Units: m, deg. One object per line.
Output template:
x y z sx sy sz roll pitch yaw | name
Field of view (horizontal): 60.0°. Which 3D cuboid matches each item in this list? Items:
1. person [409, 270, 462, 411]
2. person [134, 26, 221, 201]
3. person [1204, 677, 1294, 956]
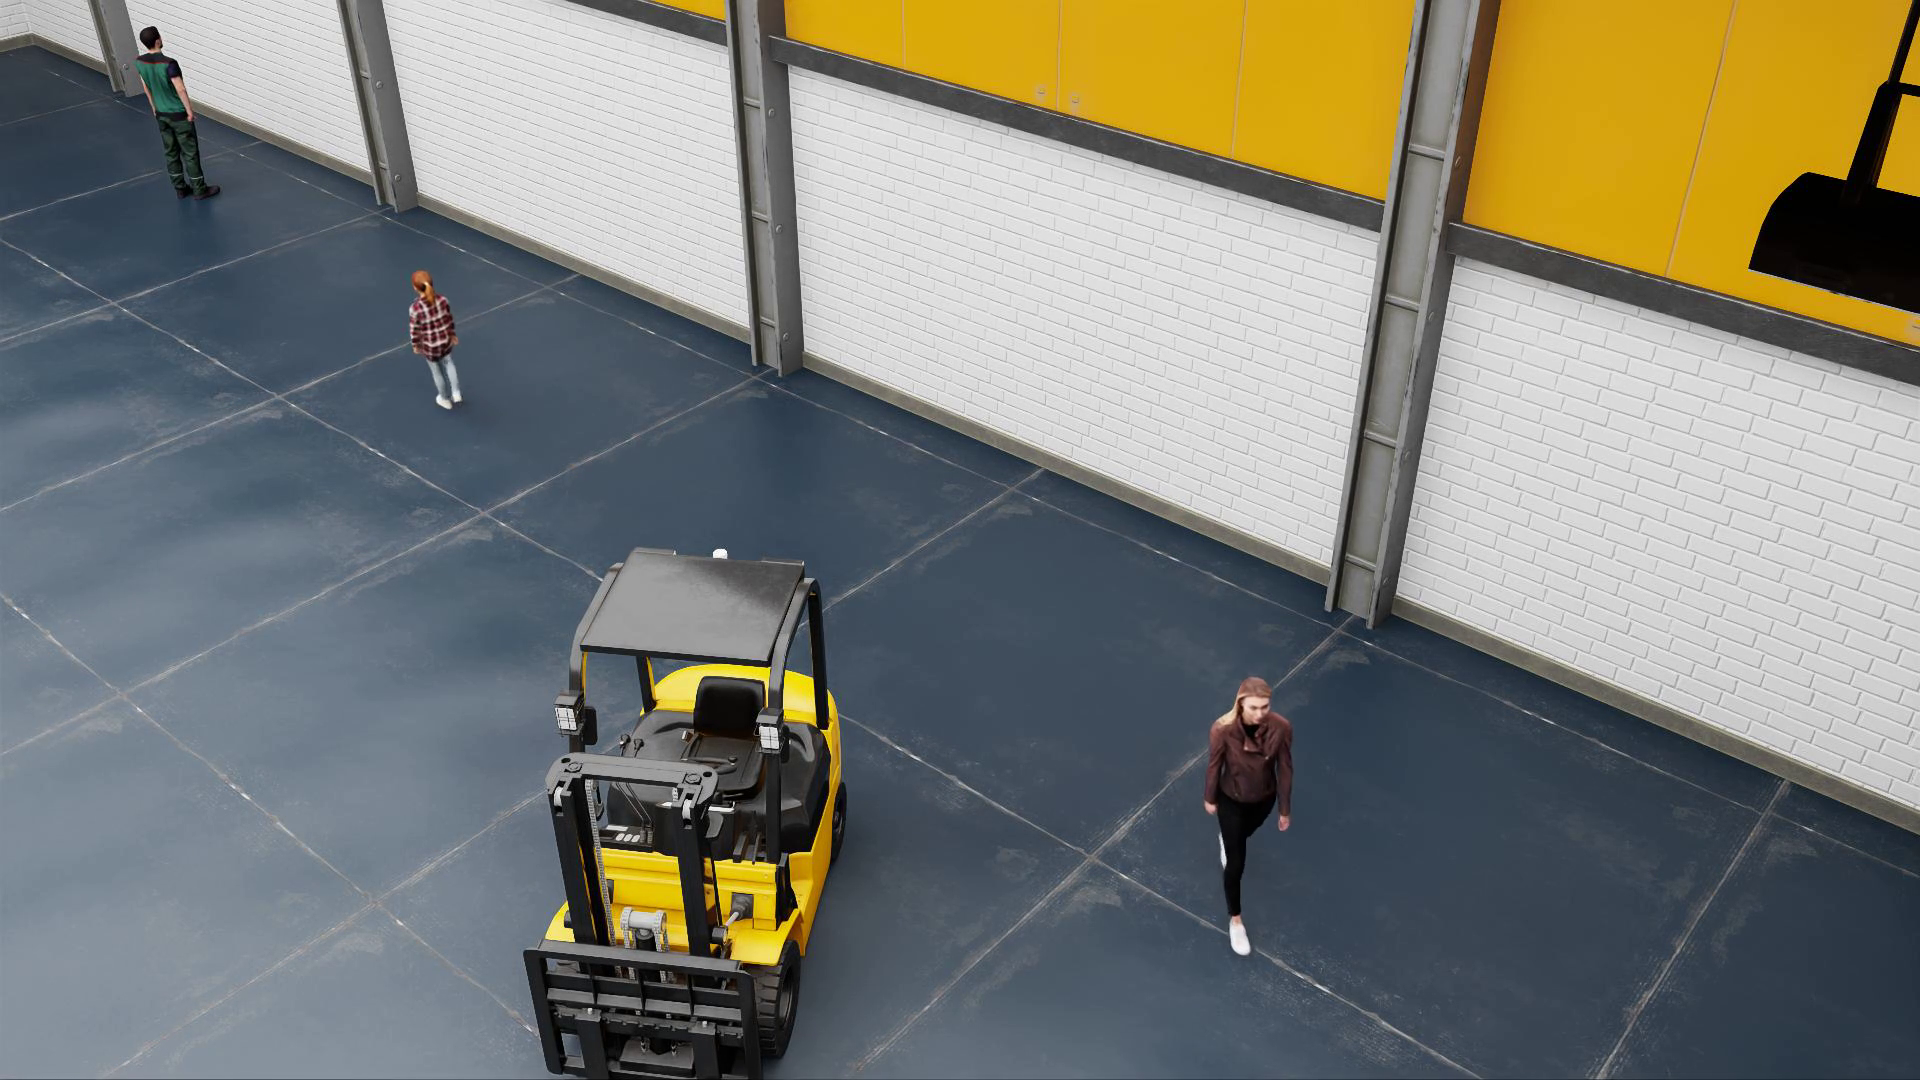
-4.491 -1.701 14.332 0.583 1.301 0.578 -24 41 -32 | person
-8.668 -4.700 18.300 0.657 1.902 0.806 10 35 14 | person
1.599 1.403 9.333 1.098 1.665 1.170 -3 34 -5 | person
